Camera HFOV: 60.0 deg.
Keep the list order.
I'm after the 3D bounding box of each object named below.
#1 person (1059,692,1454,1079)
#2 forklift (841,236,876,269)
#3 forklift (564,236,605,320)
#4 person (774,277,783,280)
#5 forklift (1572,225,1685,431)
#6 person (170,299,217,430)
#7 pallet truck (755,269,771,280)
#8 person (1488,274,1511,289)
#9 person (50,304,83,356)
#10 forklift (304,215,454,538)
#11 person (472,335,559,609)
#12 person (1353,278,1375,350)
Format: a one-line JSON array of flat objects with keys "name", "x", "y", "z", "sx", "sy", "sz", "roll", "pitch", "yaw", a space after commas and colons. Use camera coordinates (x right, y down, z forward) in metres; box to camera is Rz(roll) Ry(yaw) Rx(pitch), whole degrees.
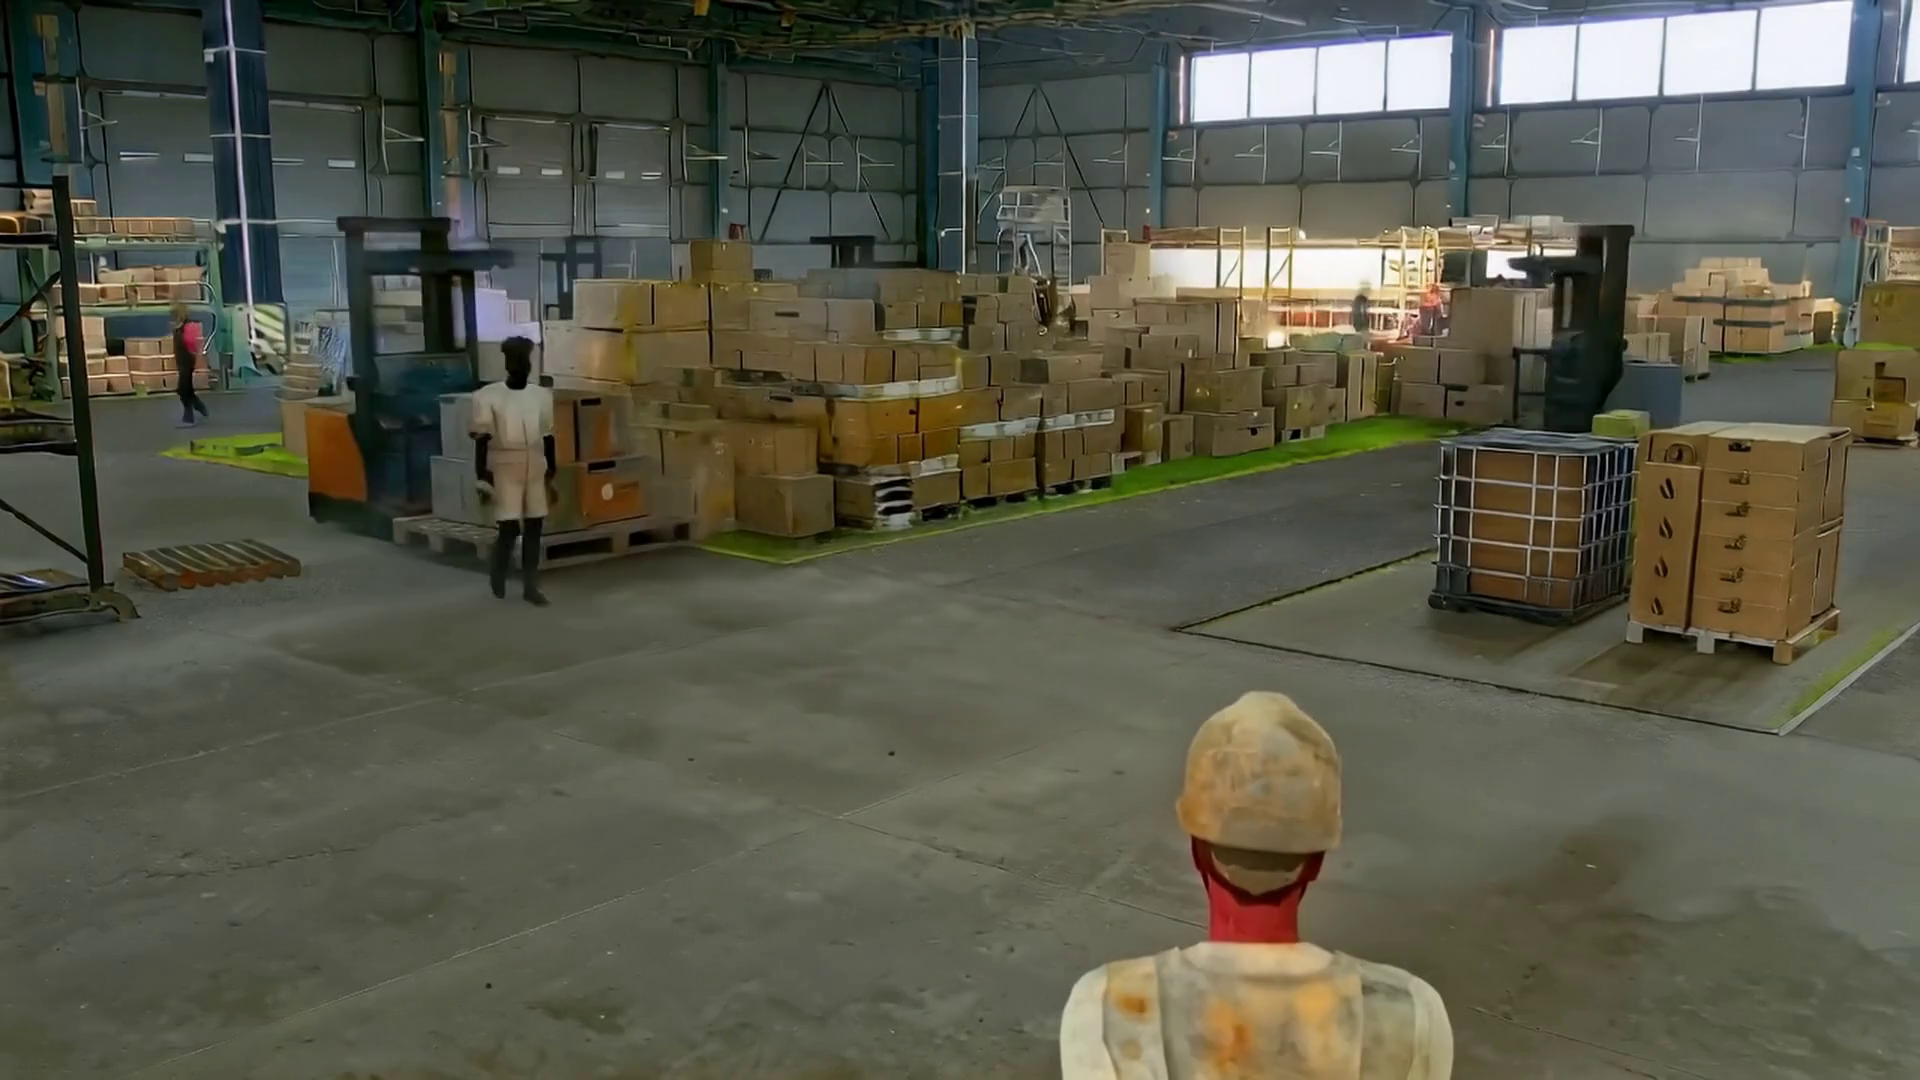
[{"name": "person", "x": 0.409, "y": 1.171, "z": 2.406, "sx": 0.542, "sy": 1.938, "sz": 0.358, "roll": 0, "pitch": 10, "yaw": 2}, {"name": "forklift", "x": -2.351, "y": -5.674, "z": 38.698, "sx": 1.873, "sy": 2.768, "sz": 1.129, "roll": -9, "pitch": 13, "yaw": -42}, {"name": "forklift", "x": -8.642, "y": -5.648, "z": 38.550, "sx": 1.873, "sy": 2.768, "sz": 1.129, "roll": 8, "pitch": 13, "yaw": 40}, {"name": "person", "x": -4.131, "y": -5.094, "z": 38.233, "sx": 0.338, "sy": 1.882, "sz": 0.583, "roll": 1, "pitch": 10, "yaw": 6}, {"name": "forklift", "x": 8.066, "y": -2.563, "z": 20.986, "sx": 1.873, "sy": 2.768, "sz": 1.129, "roll": -1, "pitch": 10, "yaw": -4}, {"name": "person", "x": -10.863, "y": -2.470, "z": 23.434, "sx": 0.541, "sy": 1.834, "sz": 0.481, "roll": 9, "pitch": 14, "yaw": 43}, {"name": "pallet truck", "x": -4.996, "y": -6.432, "z": 45.525, "sx": 1.885, "sy": 1.965, "sz": 0.823, "roll": -6, "pitch": 12, "yaw": -32}, {"name": "person", "x": 12.837, "y": -5.376, "z": 39.680, "sx": 0.636, "sy": 1.938, "sz": 0.358, "roll": 0, "pitch": 10, "yaw": 2}, {"name": "person", "x": -17.064, "y": -3.946, "z": 31.702, "sx": 0.565, "sy": 1.894, "sz": 0.832, "roll": -2, "pitch": 10, "yaw": -14}, {"name": "forklift", "x": -5.022, "y": -1.509, "z": 14.984, "sx": 1.873, "sy": 2.768, "sz": 1.129, "roll": 8, "pitch": 13, "yaw": 40}, {"name": "person", "x": -3.135, "y": -0.477, "z": 11.753, "sx": 0.628, "sy": 1.946, "sz": 0.466, "roll": -9, "pitch": 13, "yaw": -40}, {"name": "person", "x": 8.544, "y": -4.522, "z": 34.898, "sx": 0.852, "sy": 1.900, "sz": 0.567, "roll": 4, "pitch": 11, "yaw": 24}]
